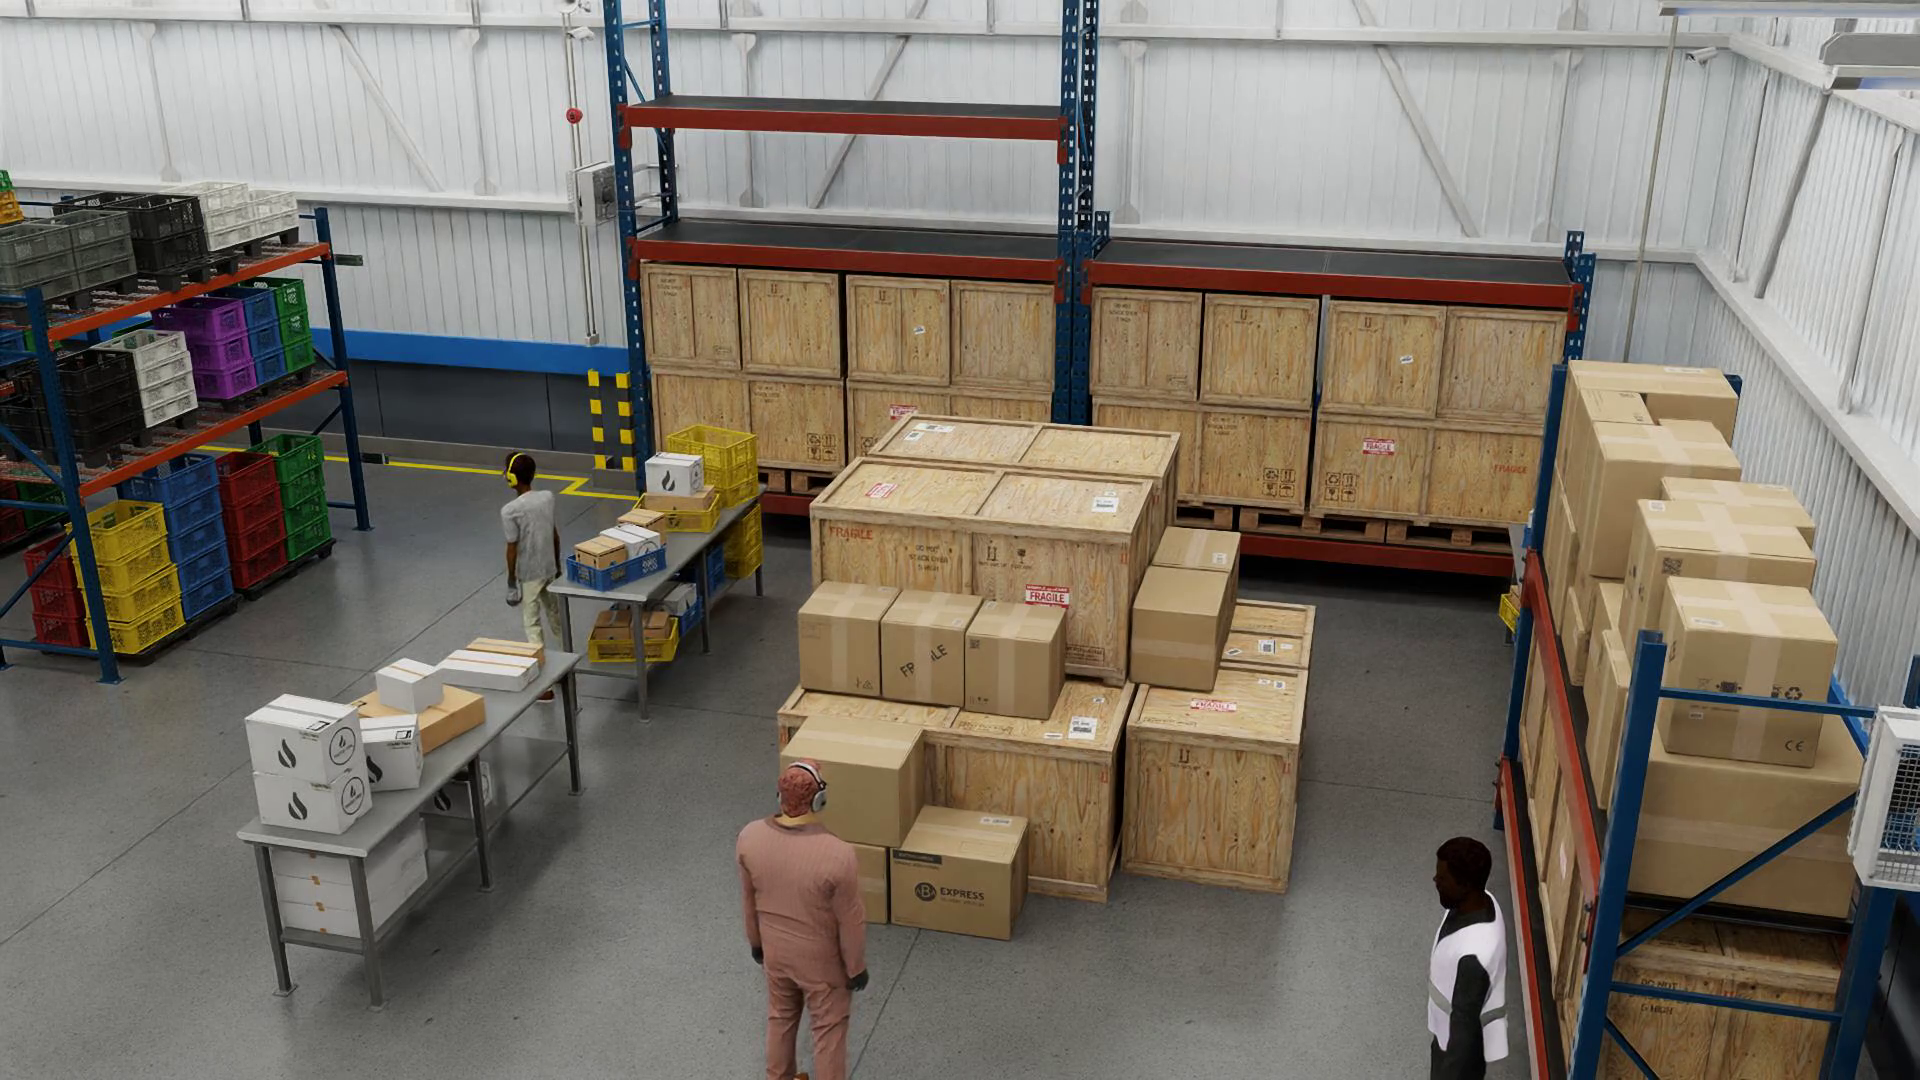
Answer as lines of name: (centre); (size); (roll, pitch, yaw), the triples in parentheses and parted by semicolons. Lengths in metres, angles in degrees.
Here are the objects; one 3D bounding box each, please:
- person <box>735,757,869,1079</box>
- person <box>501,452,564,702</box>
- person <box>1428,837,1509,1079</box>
person: (-0.712, 1.898, 7.789); (0.648, 1.900, 0.400); (11, 24, 27)
person: (-3.090, 0.259, 12.140); (0.366, 1.856, 0.534); (11, 24, 27)
person: (2.142, 2.138, 7.145); (0.405, 1.908, 0.599); (5, 22, 14)
